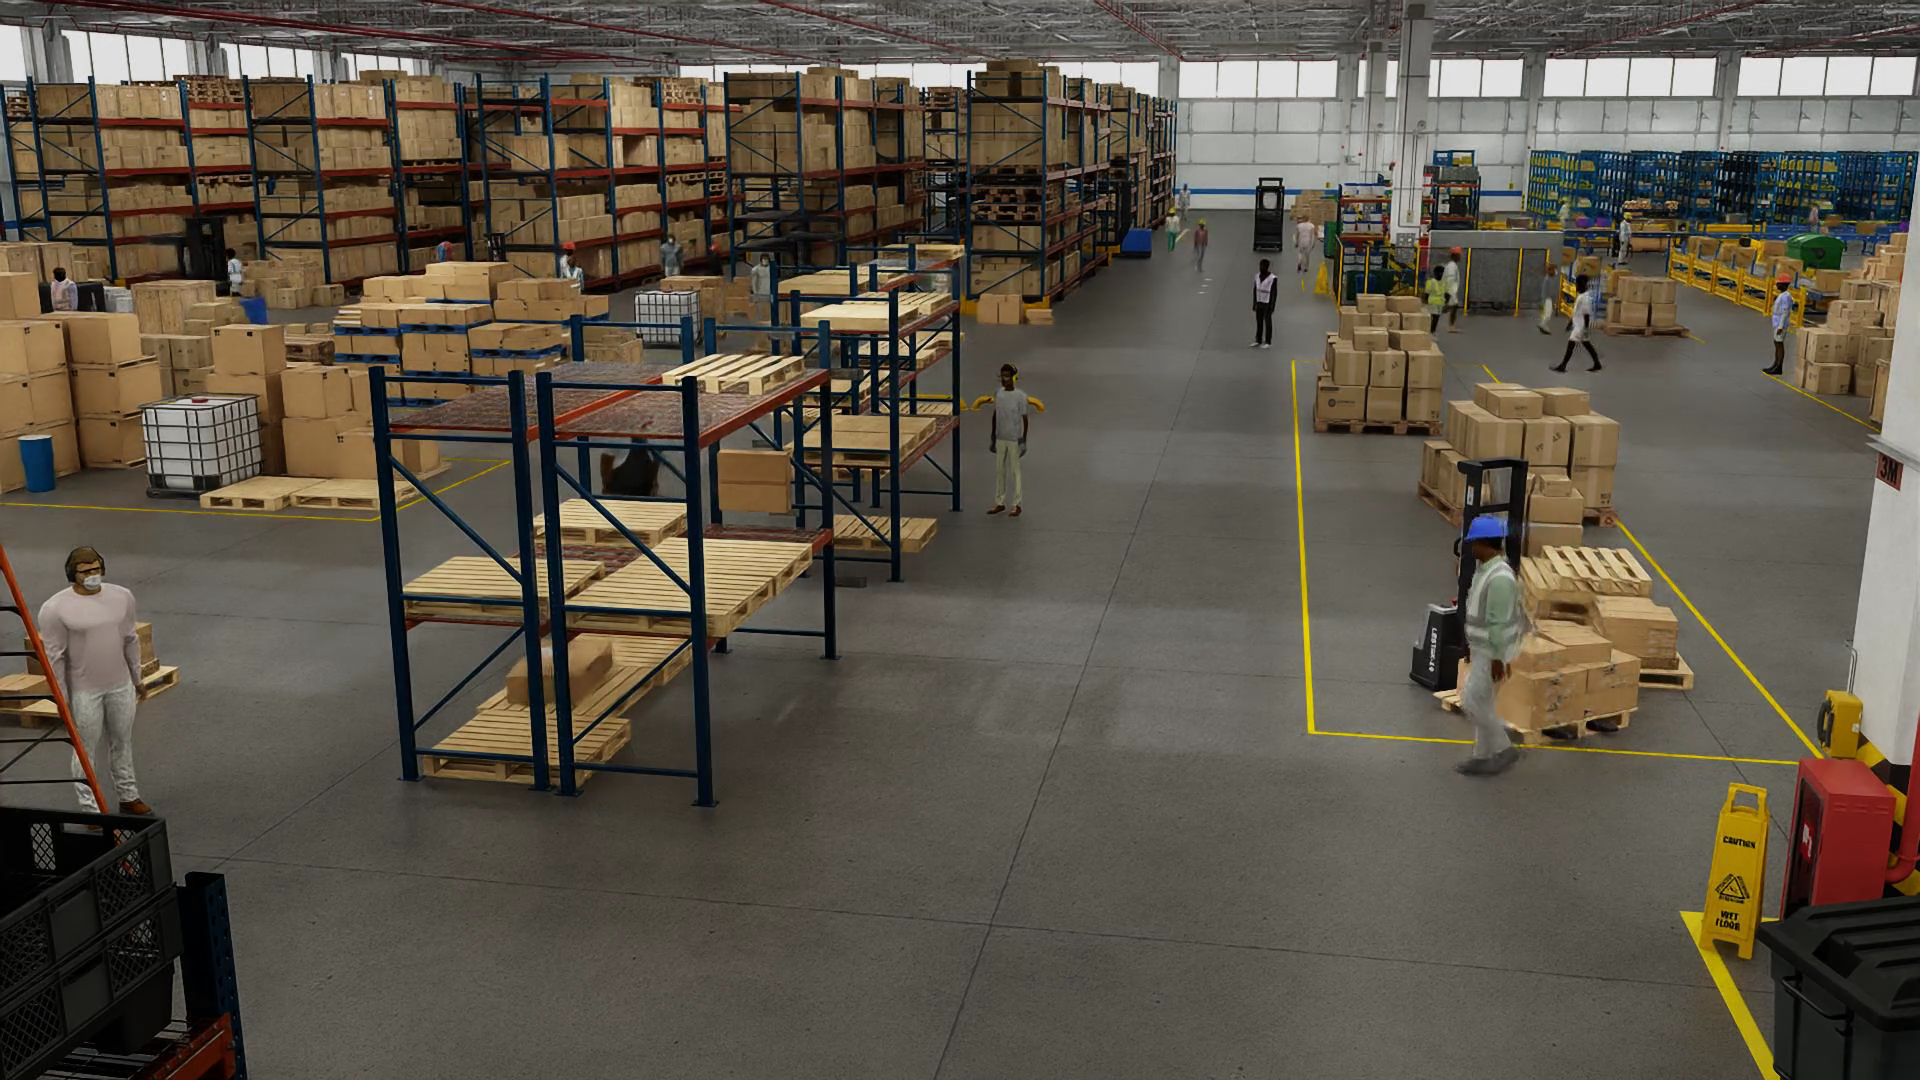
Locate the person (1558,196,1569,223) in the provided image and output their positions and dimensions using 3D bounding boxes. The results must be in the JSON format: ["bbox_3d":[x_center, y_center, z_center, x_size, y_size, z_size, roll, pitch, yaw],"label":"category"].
[{"bbox_3d":[26.331,-14.044,72.418,0.616,1.811,0.604,3,14,12],"label":"person"}]

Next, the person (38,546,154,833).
[{"bbox_3d":[-5.765,0.985,11.145,0.372,1.940,0.630,9,17,33],"label":"person"}]

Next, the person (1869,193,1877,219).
[{"bbox_3d":[43.076,-15.665,78.635,0.391,1.991,0.612,-3,14,-13],"label":"person"}]

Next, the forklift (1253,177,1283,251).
[{"bbox_3d":[12.083,-12.747,64.956,1.129,2.768,1.873,3,14,10],"label":"forklift"}]

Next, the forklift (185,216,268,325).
[{"bbox_3d":[-15.997,-5.511,35.579,1.873,2.768,1.129,3,14,10],"label":"forklift"}]

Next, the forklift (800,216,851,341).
[{"bbox_3d":[-2.935,-5.572,35.828,1.129,2.768,1.873,3,14,10],"label":"forklift"}]

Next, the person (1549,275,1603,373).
[{"bbox_3d":[12.001,-4.156,32.083,1.017,1.919,0.620,4,14,14],"label":"person"}]

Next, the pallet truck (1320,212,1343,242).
[{"bbox_3d":[15.874,-13.227,70.310,0.680,1.201,1.601,10,17,35],"label":"pallet truck"}]

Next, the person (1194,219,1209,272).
[{"bbox_3d":[8.043,-9.769,55.206,0.526,1.751,0.524,-10,17,-36],"label":"person"}]

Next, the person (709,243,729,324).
[{"bbox_3d":[-5.919,-6.166,40.100,0.583,1.973,0.622,-6,15,-24],"label":"person"}]

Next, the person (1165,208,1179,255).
[{"bbox_3d":[8.056,-11.742,63.218,0.530,1.742,0.703,2,14,6],"label":"person"}]

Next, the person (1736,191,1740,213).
[{"bbox_3d":[37.329,-16.001,79.887,0.379,2.045,0.605,2,14,8],"label":"person"}]

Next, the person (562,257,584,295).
[{"bbox_3d":[-9.342,-6.018,40.211,0.523,1.631,0.317,-1,14,-3],"label":"person"}]

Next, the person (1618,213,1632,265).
[{"bbox_3d":[23.215,-10.507,58.057,0.403,1.819,0.599,10,17,35],"label":"person"}]

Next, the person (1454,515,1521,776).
[{"bbox_3d":[3.794,0.782,12.011,0.435,1.919,0.625,1,14,3],"label":"person"}]

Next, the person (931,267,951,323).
[{"bbox_3d":[-0.476,-6.106,40.597,0.524,1.611,0.704,-4,14,-17],"label":"person"}]

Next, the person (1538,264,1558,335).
[{"bbox_3d":[13.516,-5.503,38.118,0.349,1.617,0.527,11,17,37],"label":"person"}]

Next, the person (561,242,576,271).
[{"bbox_3d":[-9.601,-6.448,41.387,0.943,1.897,0.569,4,15,17],"label":"person"}]

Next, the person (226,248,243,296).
[{"bbox_3d":[-18.668,-6.613,42.522,0.756,1.664,0.558,1,14,5],"label":"person"}]

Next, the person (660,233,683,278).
[{"bbox_3d":[-7.807,-7.362,45.065,0.634,1.924,0.439,-2,14,-10],"label":"person"}]

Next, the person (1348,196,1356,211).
[{"bbox_3d":[19.592,-16.548,82.941,0.512,1.642,0.312,2,14,9],"label":"person"}]

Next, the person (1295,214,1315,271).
[{"bbox_3d":[11.535,-9.926,55.561,0.655,1.888,0.613,4,14,14],"label":"person"}]

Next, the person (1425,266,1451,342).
[{"bbox_3d":[10.642,-5.239,36.942,0.544,1.669,0.693,-6,15,-22],"label":"person"}]

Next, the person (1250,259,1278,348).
[{"bbox_3d":[6.580,-5.103,35.904,0.391,1.918,0.590,-11,18,-39],"label":"person"}]

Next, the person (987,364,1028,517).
[{"bbox_3d":[0.582,-1.212,20.203,0.512,1.873,0.329,8,16,31],"label":"person"}]

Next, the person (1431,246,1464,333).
[{"bbox_3d":[11.293,-5.797,38.520,0.775,2.019,0.608,4,14,16],"label":"person"}]

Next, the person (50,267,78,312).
[{"bbox_3d":[-18.711,-4.777,34.735,0.633,1.843,0.429,5,15,19],"label":"person"}]

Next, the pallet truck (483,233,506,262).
[{"bbox_3d":[-11.832,-7.026,43.548,1.885,1.965,0.823,8,16,28],"label":"pallet truck"}]

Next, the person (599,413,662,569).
[{"bbox_3d":[-3.494,-0.663,17.622,0.692,2.000,0.669,-12,18,-40],"label":"person"}]

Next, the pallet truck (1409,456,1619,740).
[{"bbox_3d":[4.504,0.400,13.395,0.823,1.965,1.885,-6,15,-23],"label":"pallet truck"}]

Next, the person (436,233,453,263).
[{"bbox_3d":[-14.397,-7.654,46.446,0.428,1.837,0.629,2,14,10],"label":"person"}]

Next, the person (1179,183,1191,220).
[{"bbox_3d":[11.742,-17.678,86.929,0.630,1.927,0.441,3,14,12],"label":"person"}]

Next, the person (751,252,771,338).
[{"bbox_3d":[-4.403,-5.533,37.613,0.629,1.937,0.379,-10,17,-36],"label":"person"}]

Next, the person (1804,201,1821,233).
[{"bbox_3d":[35.999,-13.437,70.145,0.891,1.716,0.548,10,17,34],"label":"person"}]

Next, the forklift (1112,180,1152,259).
[{"bbox_3d":[6.082,-11.722,60.796,1.873,2.768,1.129,2,14,9],"label":"forklift"}]

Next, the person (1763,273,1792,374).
[{"bbox_3d":[15.772,-4.157,32.020,0.356,1.938,0.543,4,14,17],"label":"person"}]
